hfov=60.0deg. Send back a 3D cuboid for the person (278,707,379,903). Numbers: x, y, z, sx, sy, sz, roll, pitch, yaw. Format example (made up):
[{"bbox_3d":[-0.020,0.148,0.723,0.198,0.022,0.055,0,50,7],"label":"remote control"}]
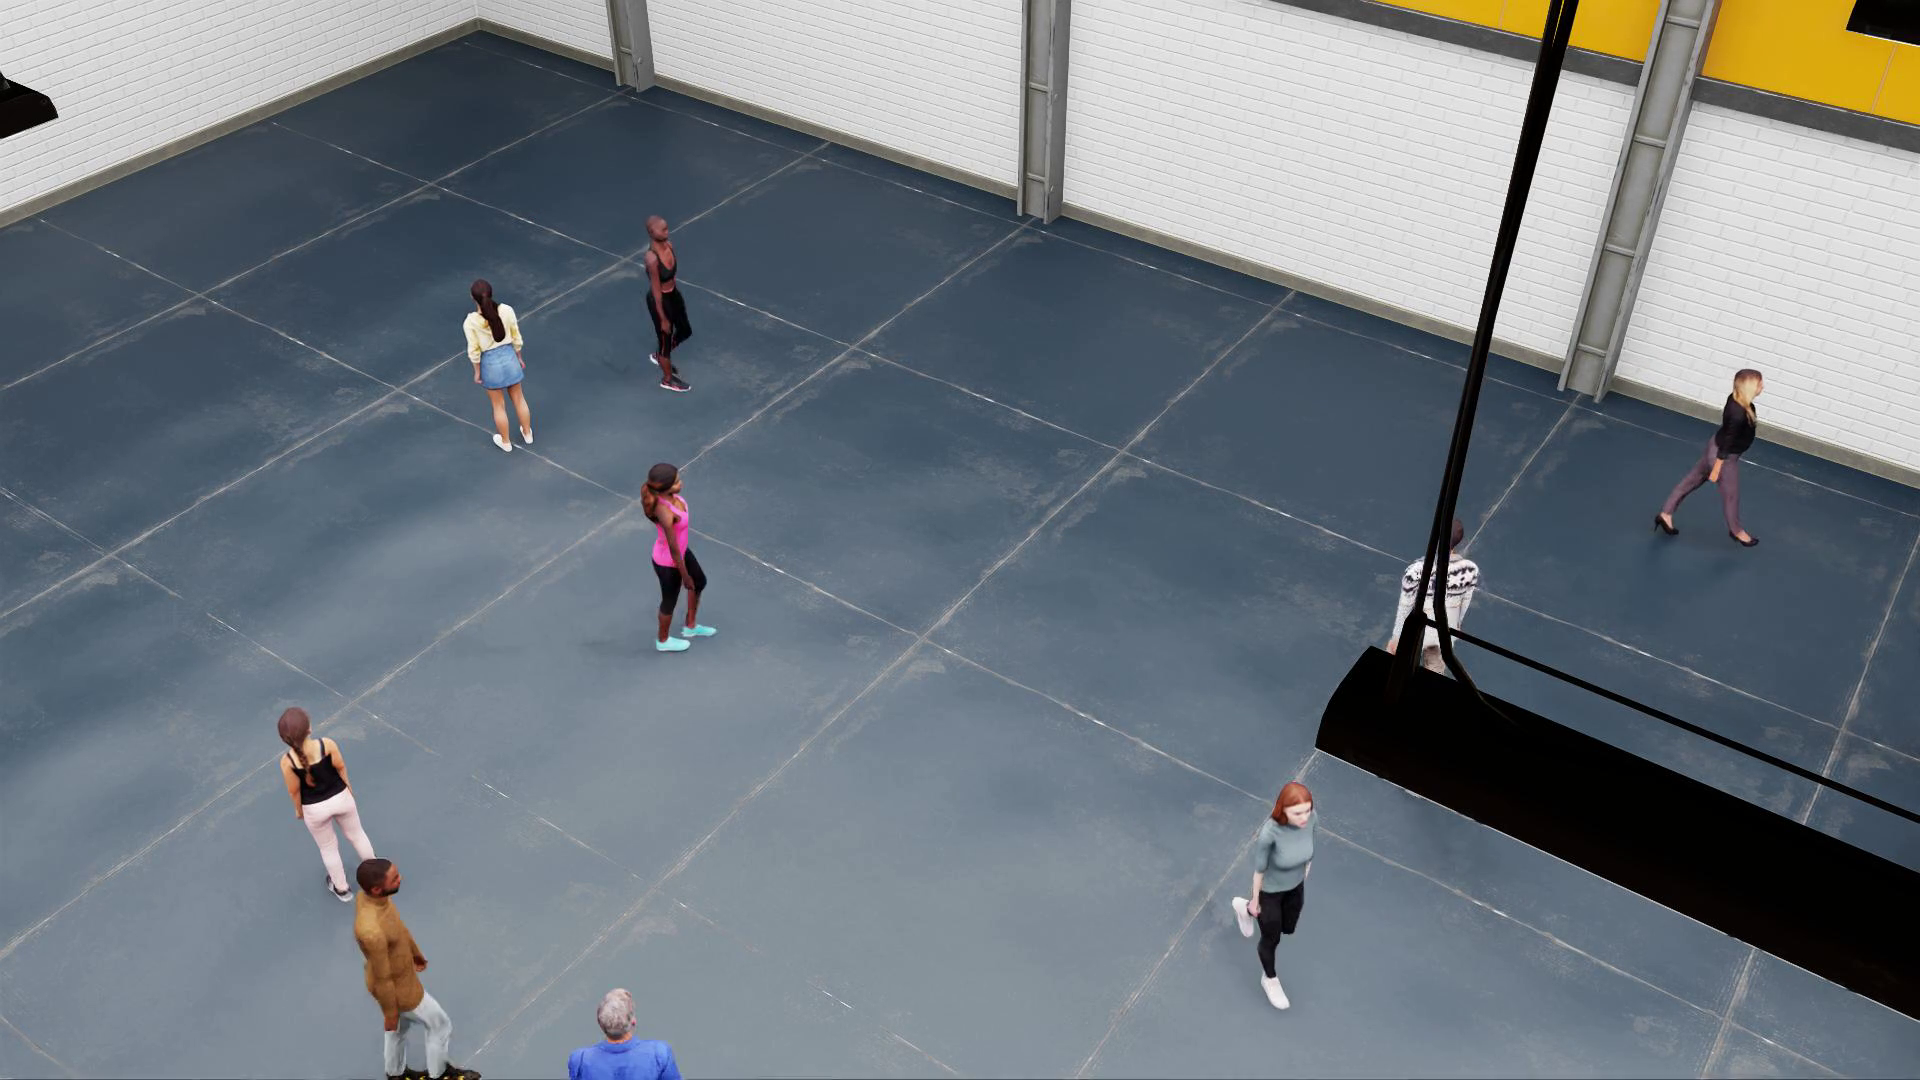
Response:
[{"bbox_3d":[-3.942,1.639,10.356,0.611,1.563,0.623,-23,44,-26],"label":"person"}]

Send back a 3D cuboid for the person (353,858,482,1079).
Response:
[{"bbox_3d":[-3.203,2.454,9.154,0.914,1.790,0.852,-10,40,-12],"label":"person"}]

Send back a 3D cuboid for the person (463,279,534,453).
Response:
[{"bbox_3d":[-3.948,-1.498,14.230,0.710,1.631,0.677,-23,44,-26],"label":"person"}]

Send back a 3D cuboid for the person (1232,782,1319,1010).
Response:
[{"bbox_3d":[1.829,2.004,9.766,0.855,1.729,1.001,-15,41,-18],"label":"person"}]

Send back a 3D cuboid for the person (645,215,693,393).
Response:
[{"bbox_3d":[-2.733,-2.130,14.927,0.742,1.749,0.664,14,41,17],"label":"person"}]

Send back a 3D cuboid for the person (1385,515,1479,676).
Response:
[{"bbox_3d":[3.212,0.669,11.346,0.752,1.843,0.844,-1,39,-1],"label":"person"}]

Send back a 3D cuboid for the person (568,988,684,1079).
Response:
[{"bbox_3d":[-1.660,3.033,8.415,0.956,1.808,1.024,-5,39,-7],"label":"person"}]

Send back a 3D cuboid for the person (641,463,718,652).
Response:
[{"bbox_3d":[-2.187,0.144,12.113,0.818,1.706,0.754,-2,39,-3],"label":"person"}]

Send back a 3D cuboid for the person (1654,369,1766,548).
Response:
[{"bbox_3d":[5.922,-0.644,13.163,1.104,1.628,0.828,10,40,12],"label":"person"}]
